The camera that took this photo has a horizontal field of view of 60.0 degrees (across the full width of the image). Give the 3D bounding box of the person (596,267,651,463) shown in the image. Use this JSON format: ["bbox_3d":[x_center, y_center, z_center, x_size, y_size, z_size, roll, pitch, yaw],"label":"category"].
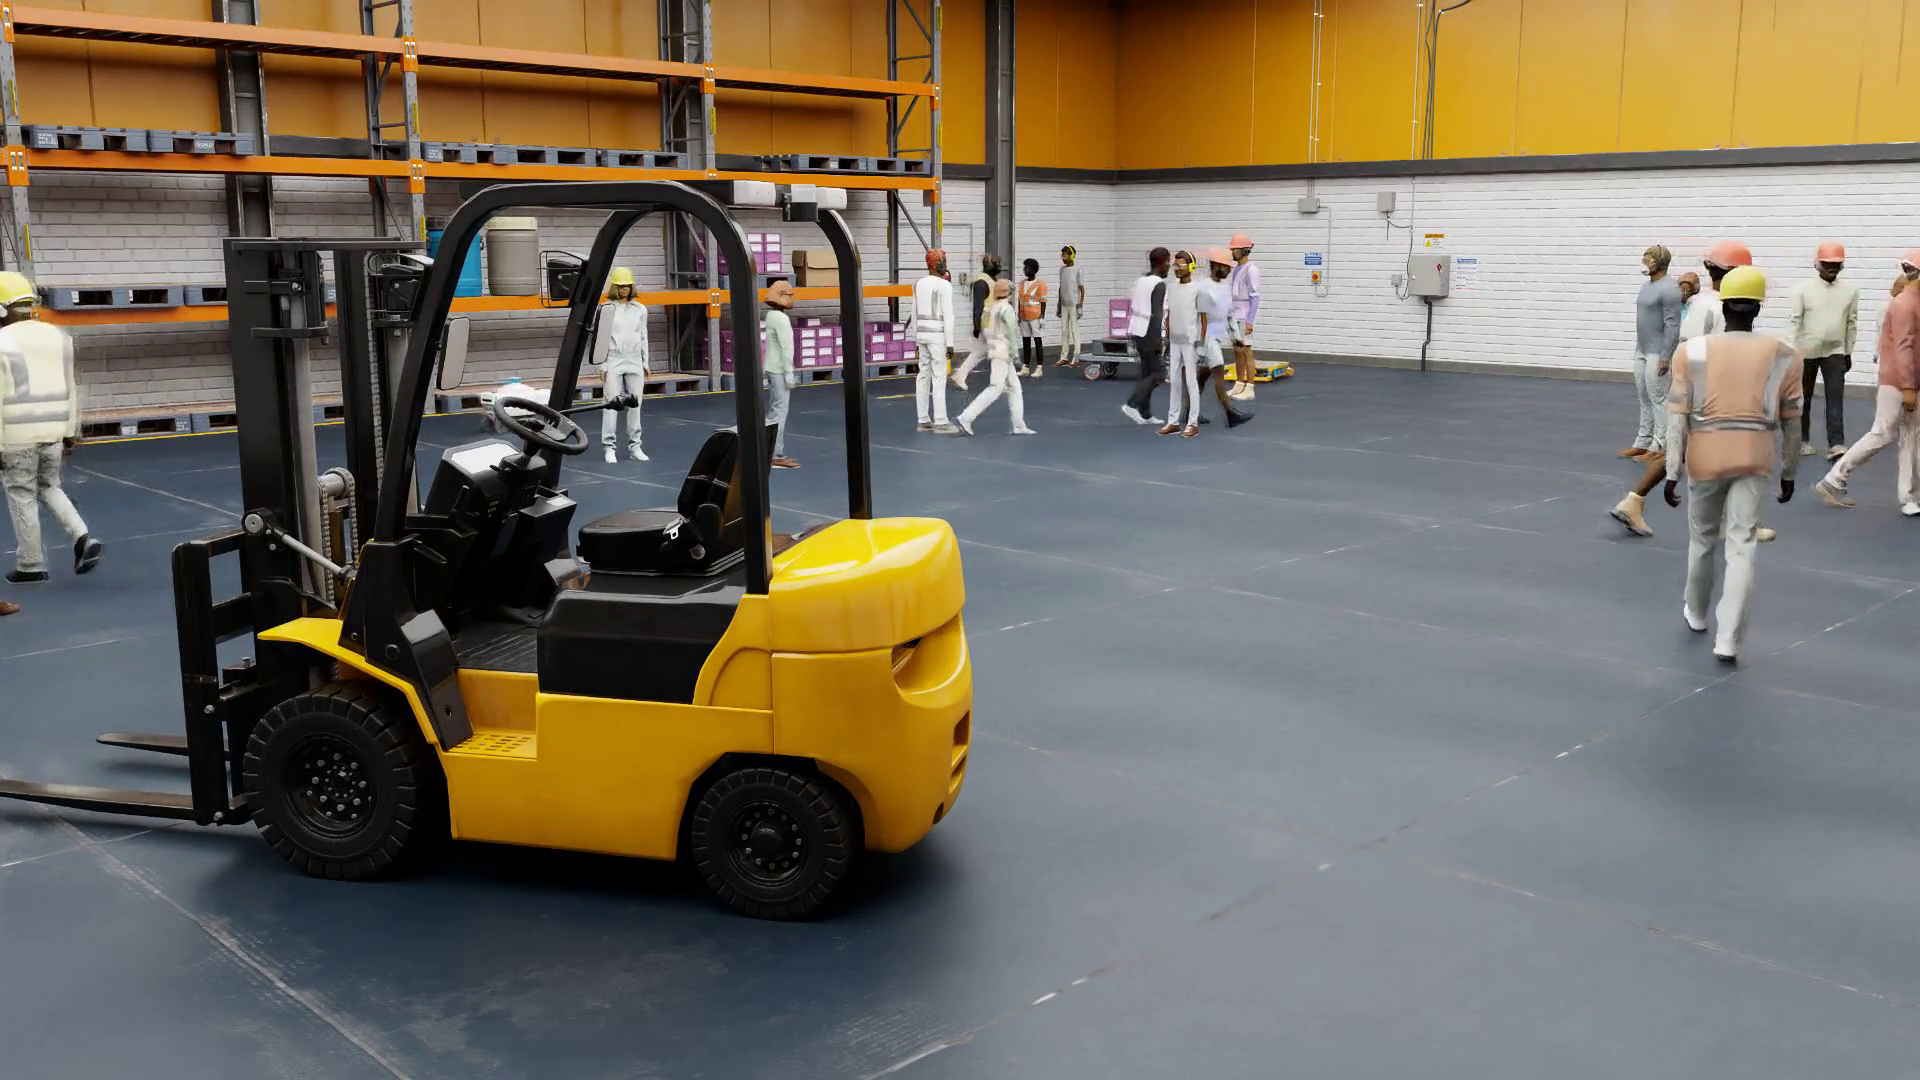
[{"bbox_3d":[-2.998,-1.561,14.869,0.493,1.742,0.322,-7,12,-33],"label":"person"}]

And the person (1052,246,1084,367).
[{"bbox_3d":[1.685,-3.585,25.581,0.333,1.865,0.520,-10,14,-42],"label":"person"}]

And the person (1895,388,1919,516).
[{"bbox_3d":[7.031,-0.984,12.129,0.505,1.594,0.830,1,10,7],"label":"person"}]

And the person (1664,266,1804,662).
[{"bbox_3d":[3.754,-0.385,8.100,0.612,1.870,1.012,4,11,19],"label":"person"}]

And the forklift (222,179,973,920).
[{"bbox_3d":[-1.114,-0.058,5.440,2.313,2.155,1.214,2,11,13],"label":"forklift"}]

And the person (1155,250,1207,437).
[{"bbox_3d":[2.252,-1.971,16.758,0.333,1.873,0.520,-10,14,-42],"label":"person"}]

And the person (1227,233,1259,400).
[{"bbox_3d":[3.444,-2.736,20.455,0.396,2.042,0.610,-3,11,-14],"label":"person"}]

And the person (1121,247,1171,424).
[{"bbox_3d":[2.006,-2.151,17.677,0.462,1.895,0.635,-3,11,-15],"label":"person"}]

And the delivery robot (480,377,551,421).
[{"bbox_3d":[-4.583,-1.439,17.192,0.477,0.478,0.707,10,14,42],"label":"delivery robot"}]

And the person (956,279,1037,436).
[{"bbox_3d":[0.360,-1.837,16.777,0.808,1.593,0.508,-2,11,-9],"label":"person"}]

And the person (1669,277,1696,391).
[{"bbox_3d":[7.078,-1.777,16.445,0.535,1.602,0.831,3,11,17],"label":"person"}]

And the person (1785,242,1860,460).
[{"bbox_3d":[7.808,-1.697,15.033,0.644,1.947,0.967,2,11,9],"label":"person"}]

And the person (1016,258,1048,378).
[{"bbox_3d":[1.018,-3.162,23.720,0.322,1.697,0.532,-10,14,-42],"label":"person"}]

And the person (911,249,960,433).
[{"bbox_3d":[-0.265,-2.038,17.089,0.358,1.882,0.574,-9,14,-41],"label":"person"}]

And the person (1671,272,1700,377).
[{"bbox_3d":[8.131,-2.228,18.851,0.653,1.615,0.501,-6,12,-28],"label":"person"}]

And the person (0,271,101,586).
[{"bbox_3d":[-5.315,-0.623,9.531,0.489,1.821,0.611,4,11,19],"label":"person"}]

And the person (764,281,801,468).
[{"bbox_3d":[-1.561,-1.444,14.547,0.291,1.633,0.506,-3,11,-18],"label":"person"}]

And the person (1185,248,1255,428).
[{"bbox_3d":[2.781,-2.133,17.634,0.951,1.879,0.538,7,13,35],"label":"person"}]

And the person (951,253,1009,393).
[{"bbox_3d":[0.301,-2.801,21.487,0.902,1.811,0.623,3,11,15],"label":"person"}]

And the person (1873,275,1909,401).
[{"bbox_3d":[10.039,-2.043,17.860,0.530,1.605,0.727,0,10,2],"label":"person"}]

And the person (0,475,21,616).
[{"bbox_3d":[-5.166,-0.420,8.408,0.522,1.839,0.880,2,11,11],"label":"person"}]

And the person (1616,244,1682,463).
[{"bbox_3d":[6.183,-1.651,14.827,0.379,1.940,0.629,0,10,1],"label":"person"}]

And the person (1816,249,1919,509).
[{"bbox_3d":[6.818,-1.145,12.077,0.625,1.945,0.973,-9,14,-42],"label":"person"}]

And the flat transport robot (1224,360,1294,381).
[{"bbox_3d":[4.180,-2.383,23.364,0.652,0.197,1.431,5,12,26],"label":"flat transport robot"}]

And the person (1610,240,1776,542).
[{"bbox_3d":[4.890,-0.975,11.003,1.003,2.008,0.605,0,10,1],"label":"person"}]
